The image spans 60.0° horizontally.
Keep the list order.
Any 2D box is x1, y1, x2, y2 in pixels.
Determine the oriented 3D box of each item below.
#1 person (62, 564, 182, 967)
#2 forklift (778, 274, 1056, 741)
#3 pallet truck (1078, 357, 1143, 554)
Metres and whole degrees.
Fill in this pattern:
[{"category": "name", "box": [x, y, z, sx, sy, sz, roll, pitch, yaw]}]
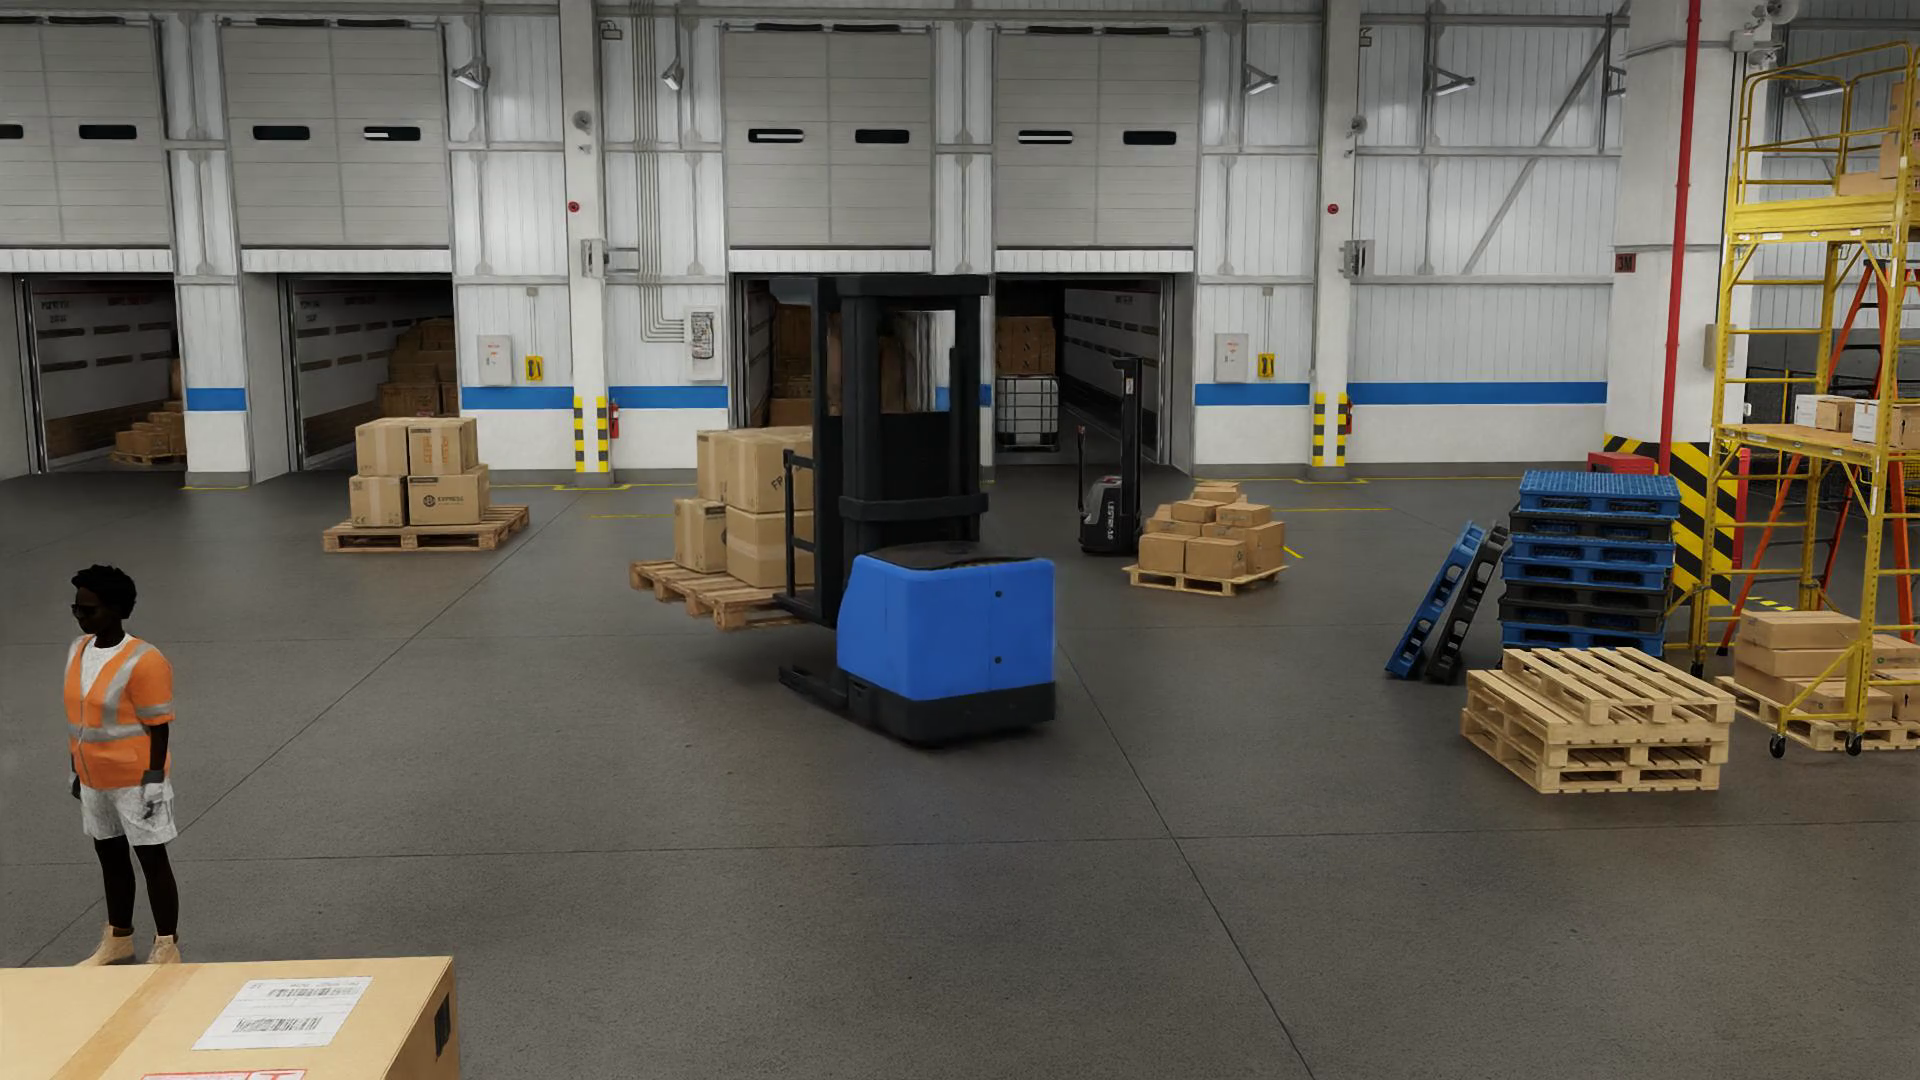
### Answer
[{"category": "person", "box": [-3.332, 0.933, 6.592, 0.531, 1.697, 0.320, 4, 10, 25]}, {"category": "forklift", "box": [-0.289, -0.301, 10.639, 1.129, 2.768, 1.873, -5, 10, -30]}, {"category": "pallet truck", "box": [2.088, -0.836, 16.757, 1.885, 1.965, 0.823, 2, 9, 13]}]
